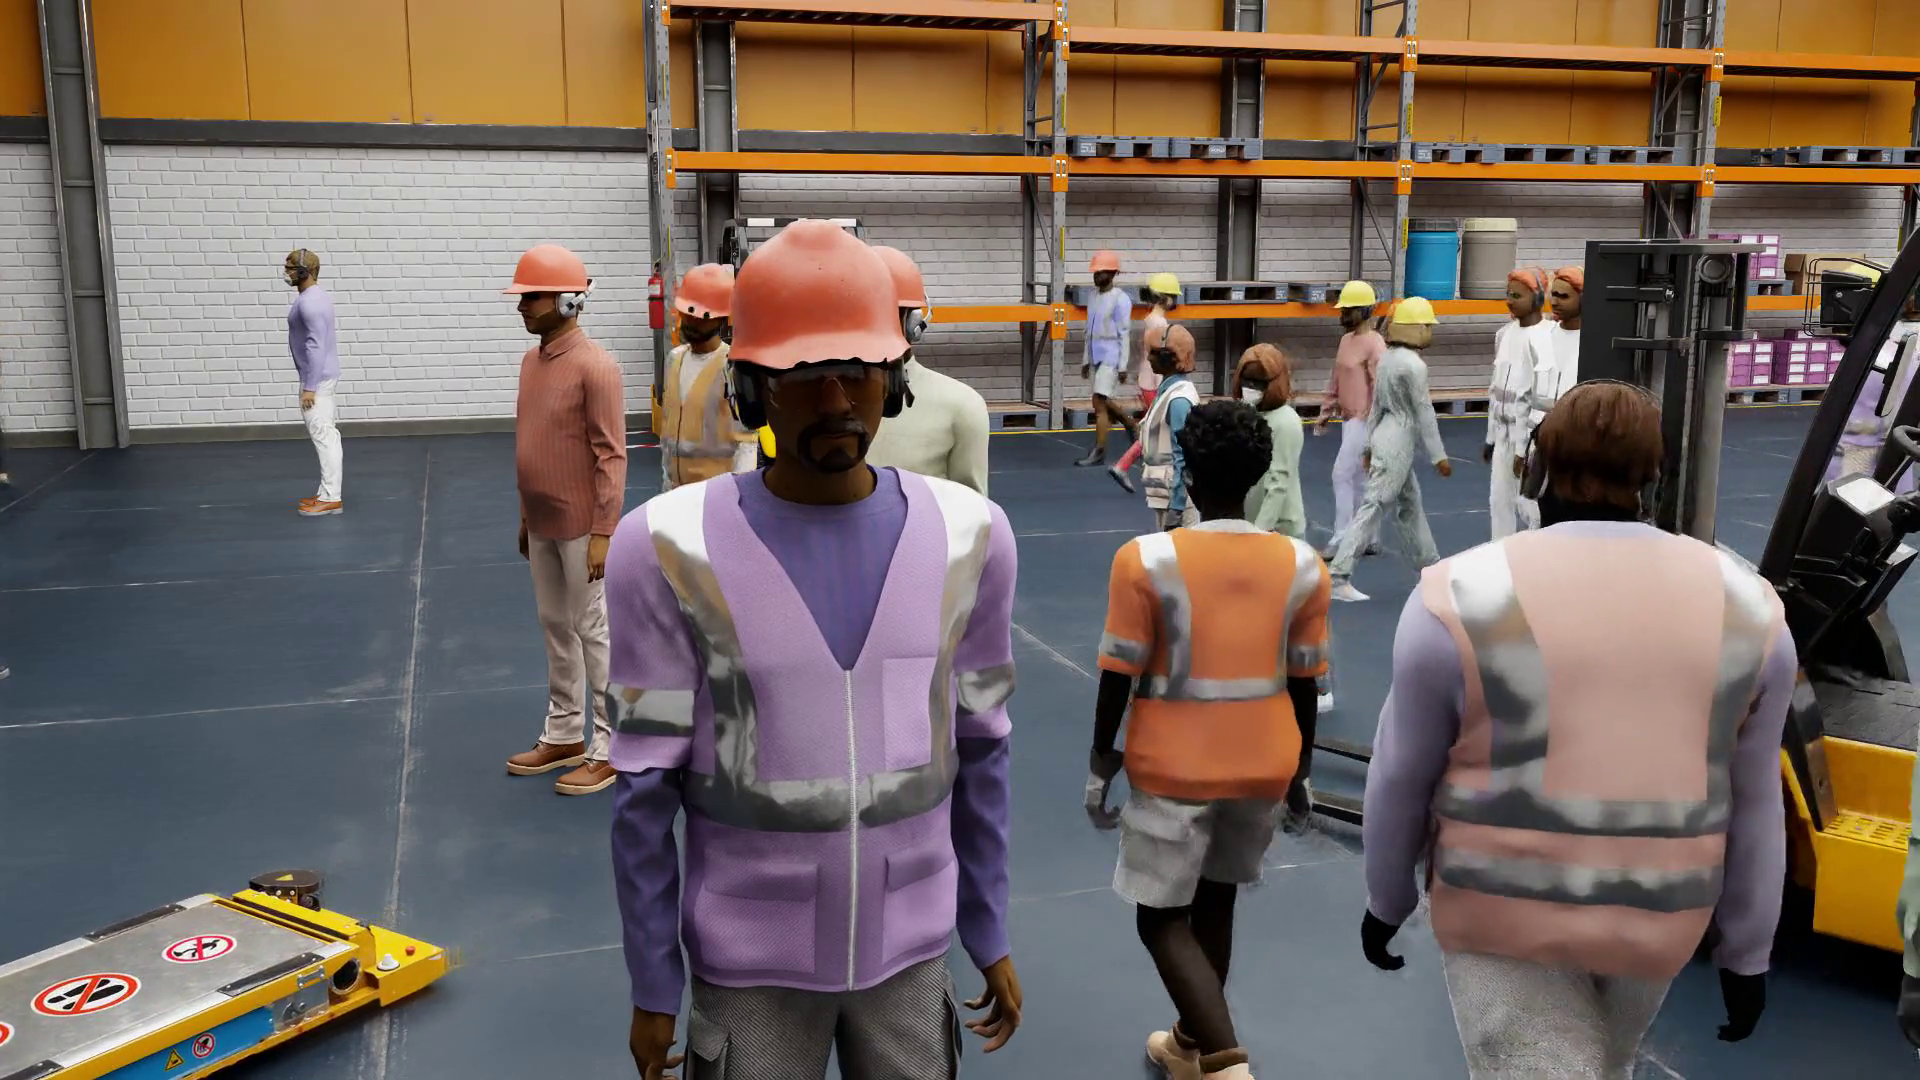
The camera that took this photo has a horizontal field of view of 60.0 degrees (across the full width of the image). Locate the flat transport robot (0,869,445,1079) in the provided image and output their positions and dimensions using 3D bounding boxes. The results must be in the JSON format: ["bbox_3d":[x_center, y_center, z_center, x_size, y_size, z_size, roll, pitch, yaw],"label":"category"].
[{"bbox_3d":[-2.046,1.162,4.056,0.652,0.197,1.431,7,12,32],"label":"flat transport robot"}]

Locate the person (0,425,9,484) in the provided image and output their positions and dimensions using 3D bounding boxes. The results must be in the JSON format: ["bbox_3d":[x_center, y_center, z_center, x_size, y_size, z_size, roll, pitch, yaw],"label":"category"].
[{"bbox_3d":[-8.256,-1.358,13.655,0.891,1.808,0.518,3,11,17],"label":"person"}]

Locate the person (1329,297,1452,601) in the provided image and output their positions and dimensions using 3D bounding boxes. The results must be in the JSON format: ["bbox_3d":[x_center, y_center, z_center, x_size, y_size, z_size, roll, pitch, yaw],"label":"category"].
[{"bbox_3d":[2.456,-0.490,9.227,0.927,1.690,0.500,-1,10,-3],"label":"person"}]

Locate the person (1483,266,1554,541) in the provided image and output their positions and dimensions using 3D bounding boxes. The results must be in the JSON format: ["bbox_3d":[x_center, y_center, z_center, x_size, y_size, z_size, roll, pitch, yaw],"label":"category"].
[{"bbox_3d":[3.164,-0.572,9.183,0.670,1.866,0.591,-4,11,-19],"label":"person"}]

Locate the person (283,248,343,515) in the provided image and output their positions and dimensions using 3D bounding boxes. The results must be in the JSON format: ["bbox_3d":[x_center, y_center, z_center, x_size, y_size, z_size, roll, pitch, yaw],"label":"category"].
[{"bbox_3d":[-4.719,-1.151,12.159,0.370,1.940,0.627,-3,11,-16],"label":"person"}]

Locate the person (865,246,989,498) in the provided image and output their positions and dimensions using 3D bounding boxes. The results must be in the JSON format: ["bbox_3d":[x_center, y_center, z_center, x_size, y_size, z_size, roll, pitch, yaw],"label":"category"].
[{"bbox_3d":[-0.217,0.172,4.754,0.609,1.996,0.379,4,11,23],"label":"person"}]

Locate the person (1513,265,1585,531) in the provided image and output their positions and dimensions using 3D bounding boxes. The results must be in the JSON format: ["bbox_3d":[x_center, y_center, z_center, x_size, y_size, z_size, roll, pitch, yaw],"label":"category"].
[{"bbox_3d":[3.102,-0.456,8.509,0.352,1.881,0.576,-10,14,-43],"label":"person"}]

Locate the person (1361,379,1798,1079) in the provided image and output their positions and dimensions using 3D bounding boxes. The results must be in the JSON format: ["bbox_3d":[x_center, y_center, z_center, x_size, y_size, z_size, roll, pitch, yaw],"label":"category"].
[{"bbox_3d":[1.001,0.630,2.834,0.639,1.789,0.911,-1,10,-4],"label":"person"}]

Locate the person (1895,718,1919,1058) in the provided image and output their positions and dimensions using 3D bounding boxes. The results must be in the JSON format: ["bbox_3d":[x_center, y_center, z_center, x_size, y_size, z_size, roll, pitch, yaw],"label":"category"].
[{"bbox_3d":[1.852,0.726,2.850,0.522,1.589,0.858,0,10,1],"label":"person"}]

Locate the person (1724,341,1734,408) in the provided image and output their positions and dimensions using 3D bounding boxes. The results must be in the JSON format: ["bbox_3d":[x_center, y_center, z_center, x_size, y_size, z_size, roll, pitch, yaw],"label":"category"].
[{"bbox_3d":[5.538,-1.204,12.579,0.414,1.891,0.668,-6,12,-28],"label":"person"}]

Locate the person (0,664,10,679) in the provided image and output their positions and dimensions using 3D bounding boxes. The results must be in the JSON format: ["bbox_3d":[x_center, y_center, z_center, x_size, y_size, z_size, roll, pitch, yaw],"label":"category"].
[{"bbox_3d":[-4.613,-0.256,7.587,0.403,1.823,0.595,-7,13,-35],"label":"person"}]

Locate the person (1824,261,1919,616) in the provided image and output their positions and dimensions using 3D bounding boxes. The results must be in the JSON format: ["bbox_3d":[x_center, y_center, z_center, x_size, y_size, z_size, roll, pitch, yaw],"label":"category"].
[{"bbox_3d":[3.668,-0.167,6.800,0.371,1.926,0.598,8,13,39],"label":"person"}]

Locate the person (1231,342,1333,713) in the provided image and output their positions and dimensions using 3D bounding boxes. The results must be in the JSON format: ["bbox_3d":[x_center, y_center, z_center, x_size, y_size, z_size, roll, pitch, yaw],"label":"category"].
[{"bbox_3d":[1.223,-0.022,6.927,0.838,1.587,0.508,-4,11,-20],"label":"person"}]

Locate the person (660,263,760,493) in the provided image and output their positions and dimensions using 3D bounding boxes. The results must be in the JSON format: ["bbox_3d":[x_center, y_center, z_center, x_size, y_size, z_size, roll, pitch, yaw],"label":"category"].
[{"bbox_3d":[-1.015,-0.141,6.731,0.403,1.906,0.594,-9,14,-42],"label":"person"}]

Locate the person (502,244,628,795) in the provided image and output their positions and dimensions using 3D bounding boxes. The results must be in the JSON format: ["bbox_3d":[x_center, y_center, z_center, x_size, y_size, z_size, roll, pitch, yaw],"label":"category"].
[{"bbox_3d":[-1.449,-0.074,6.105,0.381,1.994,0.613,-10,14,-44],"label":"person"}]

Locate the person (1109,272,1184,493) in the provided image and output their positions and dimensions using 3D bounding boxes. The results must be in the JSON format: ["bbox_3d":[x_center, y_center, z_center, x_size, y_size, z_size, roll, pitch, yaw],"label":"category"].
[{"bbox_3d":[1.461,-1.165,12.749,0.521,1.758,0.538,0,10,3],"label":"person"}]

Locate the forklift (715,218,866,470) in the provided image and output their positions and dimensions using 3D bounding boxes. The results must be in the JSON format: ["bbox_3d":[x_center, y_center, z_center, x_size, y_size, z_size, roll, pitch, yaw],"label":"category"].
[{"bbox_3d":[-1.522,-1.778,14.899,1.214,2.155,2.313,-3,11,-17],"label":"forklift"}]

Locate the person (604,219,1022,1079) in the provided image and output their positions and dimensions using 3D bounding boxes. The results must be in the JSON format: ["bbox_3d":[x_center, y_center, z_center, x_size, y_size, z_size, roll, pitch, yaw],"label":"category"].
[{"bbox_3d":[-0.189,0.575,2.416,0.608,2.044,0.377,-4,11,-21],"label":"person"}]

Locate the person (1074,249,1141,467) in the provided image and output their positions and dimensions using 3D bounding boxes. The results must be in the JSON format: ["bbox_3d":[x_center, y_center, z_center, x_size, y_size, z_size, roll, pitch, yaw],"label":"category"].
[{"bbox_3d":[1.366,-1.618,14.785,0.780,1.919,0.545,-6,12,-28],"label":"person"}]

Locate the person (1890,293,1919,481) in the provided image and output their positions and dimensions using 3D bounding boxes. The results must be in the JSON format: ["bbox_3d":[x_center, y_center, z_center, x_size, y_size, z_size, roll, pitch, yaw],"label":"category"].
[{"bbox_3d":[6.130,-0.823,10.711,0.986,1.824,0.511,-6,12,-31],"label":"person"}]

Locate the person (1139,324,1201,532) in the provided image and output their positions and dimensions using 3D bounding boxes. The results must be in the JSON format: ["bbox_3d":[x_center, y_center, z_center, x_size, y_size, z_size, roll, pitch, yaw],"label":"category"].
[{"bbox_3d":[0.967,-0.160,7.560,0.315,1.636,0.514,0,10,0],"label":"person"}]

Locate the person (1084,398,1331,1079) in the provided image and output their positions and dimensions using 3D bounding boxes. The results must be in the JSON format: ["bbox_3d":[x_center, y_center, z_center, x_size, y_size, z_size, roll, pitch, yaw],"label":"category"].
[{"bbox_3d":[0.580,0.534,3.650,0.569,1.666,0.719,-3,11,-16],"label":"person"}]

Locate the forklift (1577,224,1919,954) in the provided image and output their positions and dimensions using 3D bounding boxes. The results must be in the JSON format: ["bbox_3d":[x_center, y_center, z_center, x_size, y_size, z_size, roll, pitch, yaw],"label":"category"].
[{"bbox_3d":[2.909,0.117,4.508,2.313,2.155,1.214,9,14,40],"label":"forklift"}]

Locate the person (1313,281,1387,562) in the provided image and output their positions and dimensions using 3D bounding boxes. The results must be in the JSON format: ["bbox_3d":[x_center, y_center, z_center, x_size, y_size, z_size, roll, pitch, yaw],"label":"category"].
[{"bbox_3d":[2.394,-0.739,10.430,0.613,1.748,0.544,-1,10,-6],"label":"person"}]
